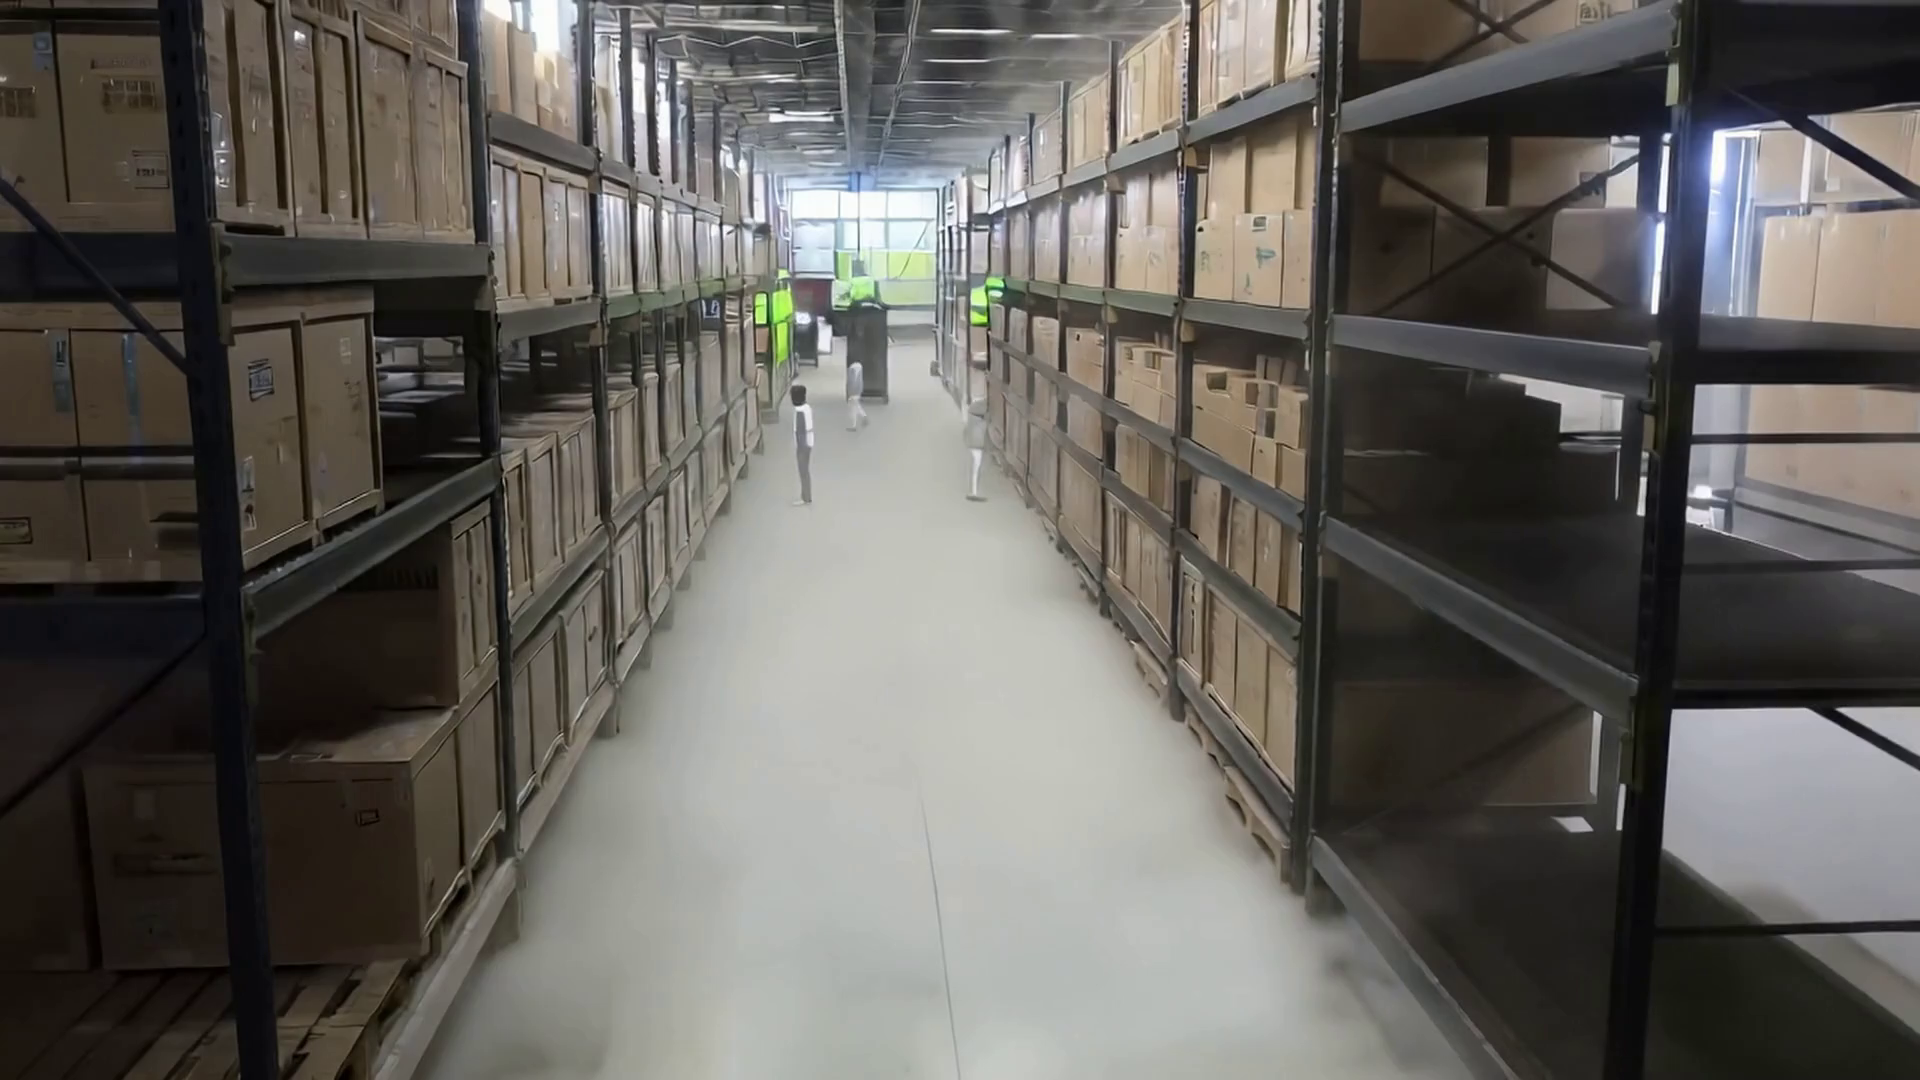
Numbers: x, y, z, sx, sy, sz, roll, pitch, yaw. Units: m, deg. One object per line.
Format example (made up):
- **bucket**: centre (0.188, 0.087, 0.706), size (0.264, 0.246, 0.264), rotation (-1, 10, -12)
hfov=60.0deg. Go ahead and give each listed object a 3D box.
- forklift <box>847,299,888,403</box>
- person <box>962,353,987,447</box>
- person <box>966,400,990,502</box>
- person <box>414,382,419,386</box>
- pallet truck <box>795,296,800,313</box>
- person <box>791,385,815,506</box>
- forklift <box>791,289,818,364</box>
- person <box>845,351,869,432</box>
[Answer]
- **forklift**: centre (-2.557, -5.234, 45.730), size (1.129, 2.768, 1.873), rotation (-1, 10, -3)
- **person**: centre (0.469, -2.905, 34.535), size (0.802, 1.968, 0.622), rotation (-1, 10, -6)
- **person**: centre (0.266, -1.432, 26.730), size (0.286, 1.636, 0.500), rotation (-5, 11, -29)
- **person**: centre (-12.436, -3.502, 37.920), size (0.454, 2.024, 0.632), rotation (-1, 10, -5)
- **pallet truck**: centre (-8.622, -12.439, 91.403), size (1.885, 1.965, 0.823), rotation (2, 10, 13)
- **person**: centre (-2.489, -1.490, 26.237), size (0.393, 1.919, 0.590), rotation (0, 10, -2)
- **forklift**: centre (-5.933, -8.067, 62.652), size (1.129, 2.768, 1.873), rotation (-1, 10, -3)
- **person**: centre (-2.370, -3.347, 37.585), size (0.445, 1.829, 0.651), rotation (2, 10, 13)
